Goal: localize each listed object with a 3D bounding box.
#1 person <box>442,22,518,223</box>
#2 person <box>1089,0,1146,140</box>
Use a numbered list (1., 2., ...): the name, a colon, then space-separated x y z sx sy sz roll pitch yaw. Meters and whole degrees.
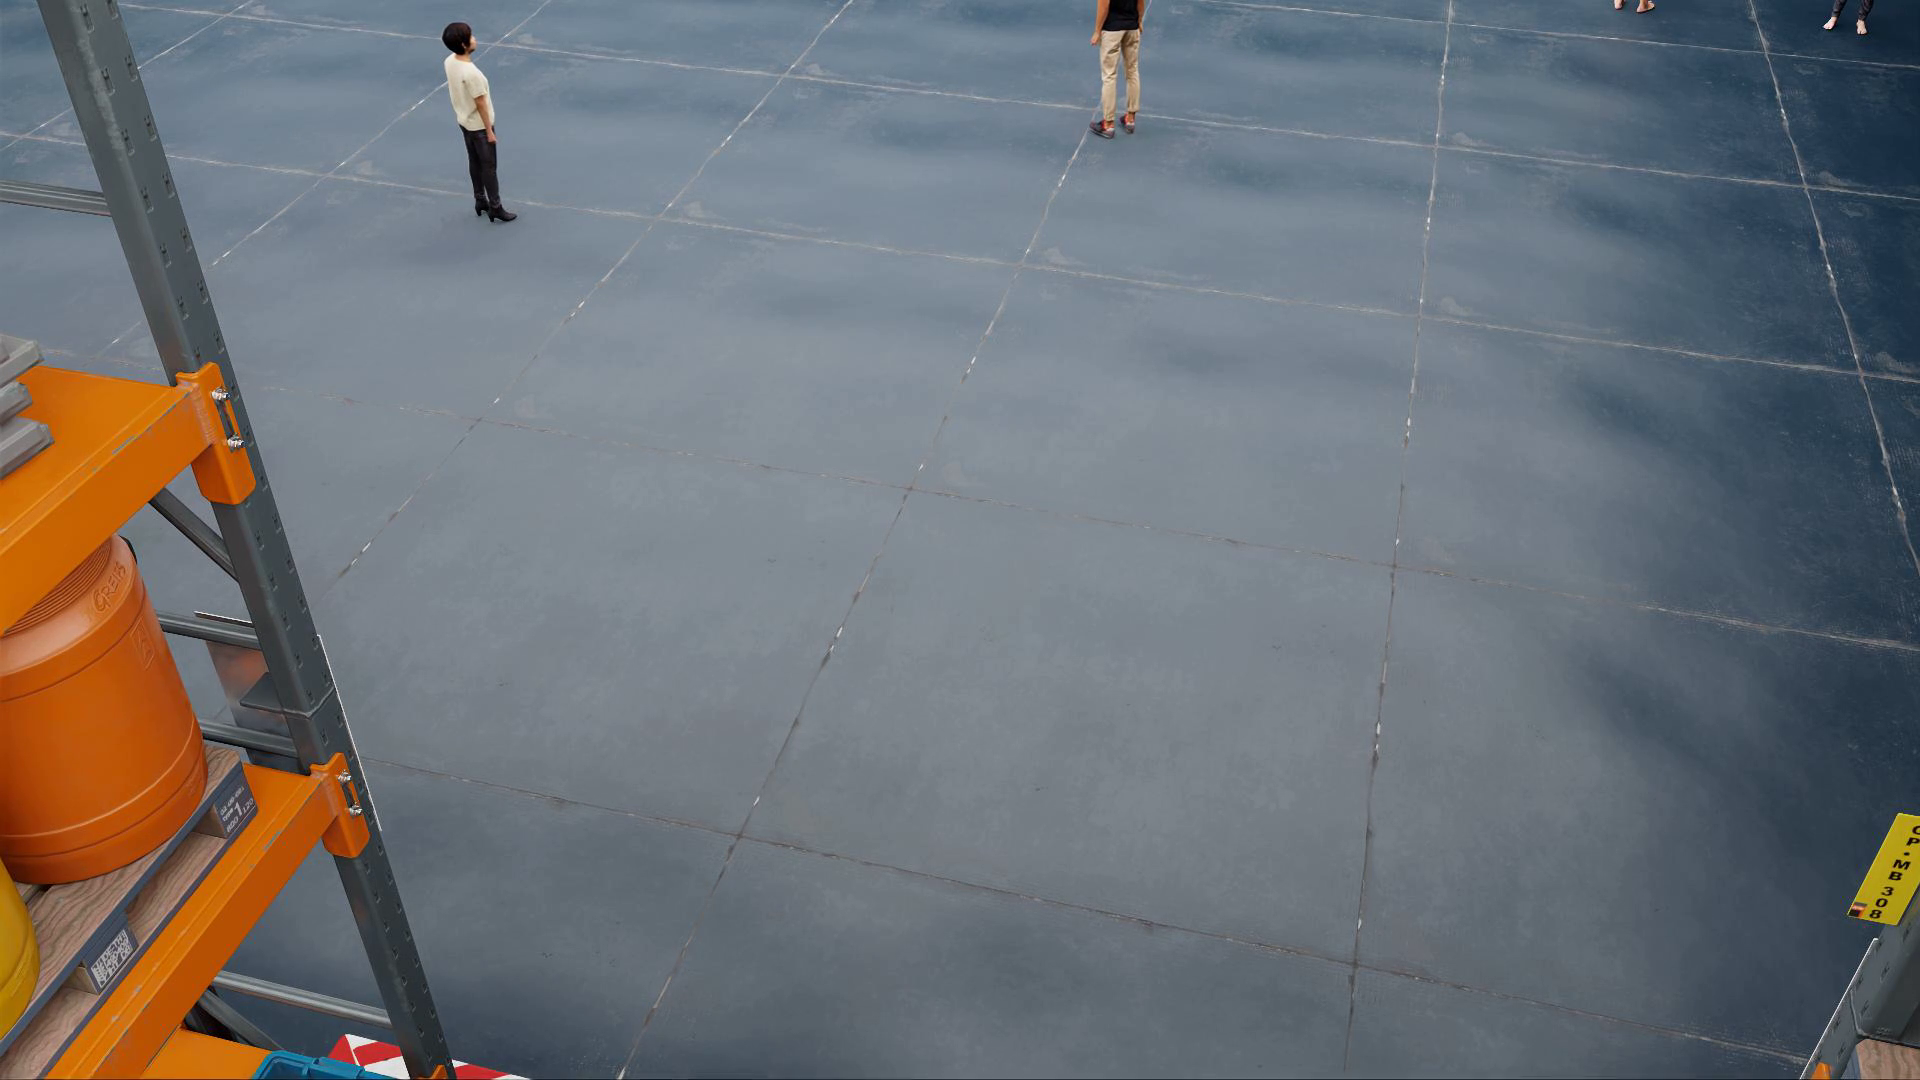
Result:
1. person: -3.758 -3.239 12.923 0.651 1.588 0.657 -31 47 -33
2. person: 1.365 -4.344 14.115 0.704 1.859 0.755 -18 42 -22
